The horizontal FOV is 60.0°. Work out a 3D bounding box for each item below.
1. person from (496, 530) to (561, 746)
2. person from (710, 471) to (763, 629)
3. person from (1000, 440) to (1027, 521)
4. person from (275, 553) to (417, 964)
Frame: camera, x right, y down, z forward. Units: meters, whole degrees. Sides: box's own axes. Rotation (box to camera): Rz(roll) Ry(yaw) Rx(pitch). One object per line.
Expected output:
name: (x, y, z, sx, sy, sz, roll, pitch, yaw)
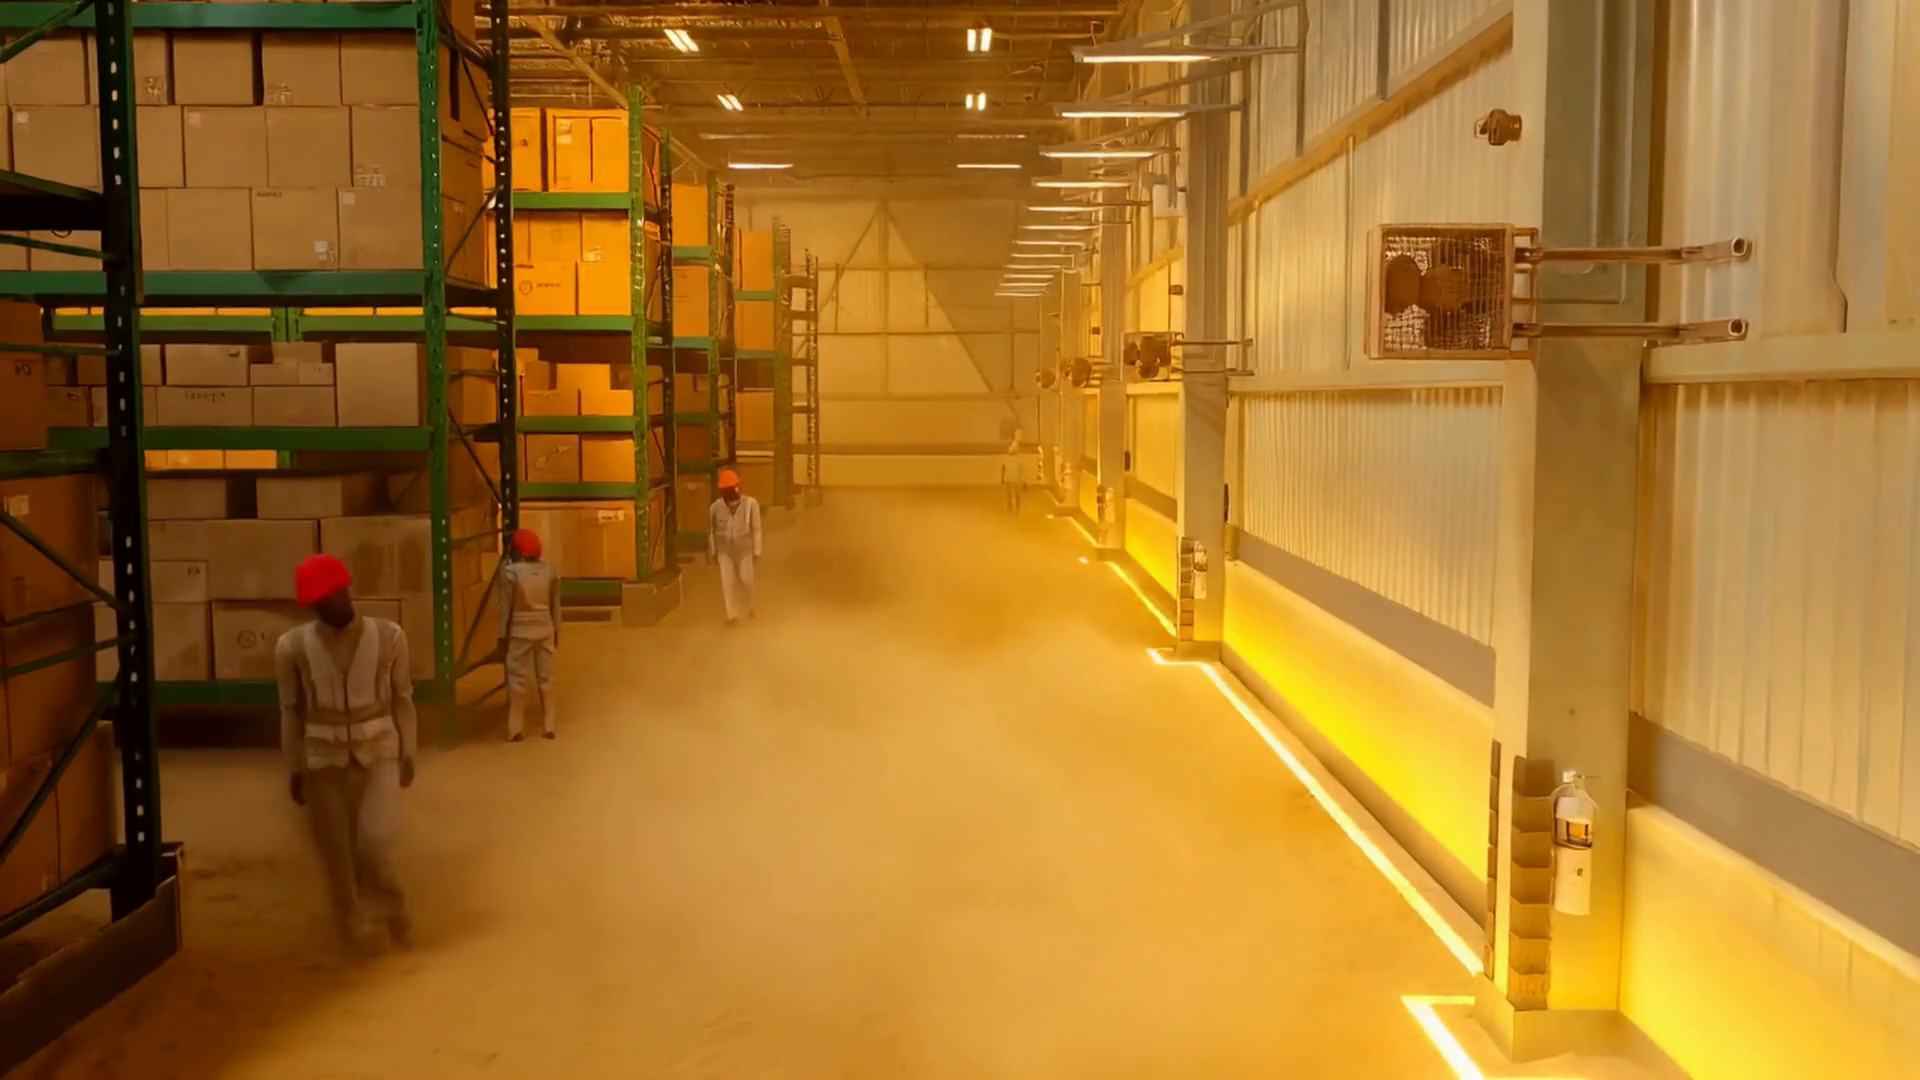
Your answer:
person: (-3.240, 0.736, 12.556, 0.528, 1.625, 0.314, -5, 7, -43)
person: (-2.556, 0.102, 19.033, 0.605, 1.796, 0.744, 0, 5, -1)
person: (1.149, -1.275, 35.490, 0.578, 1.703, 0.877, 0, 5, 3)
person: (-2.849, 1.004, 7.756, 0.610, 1.913, 0.467, -2, 5, -20)
